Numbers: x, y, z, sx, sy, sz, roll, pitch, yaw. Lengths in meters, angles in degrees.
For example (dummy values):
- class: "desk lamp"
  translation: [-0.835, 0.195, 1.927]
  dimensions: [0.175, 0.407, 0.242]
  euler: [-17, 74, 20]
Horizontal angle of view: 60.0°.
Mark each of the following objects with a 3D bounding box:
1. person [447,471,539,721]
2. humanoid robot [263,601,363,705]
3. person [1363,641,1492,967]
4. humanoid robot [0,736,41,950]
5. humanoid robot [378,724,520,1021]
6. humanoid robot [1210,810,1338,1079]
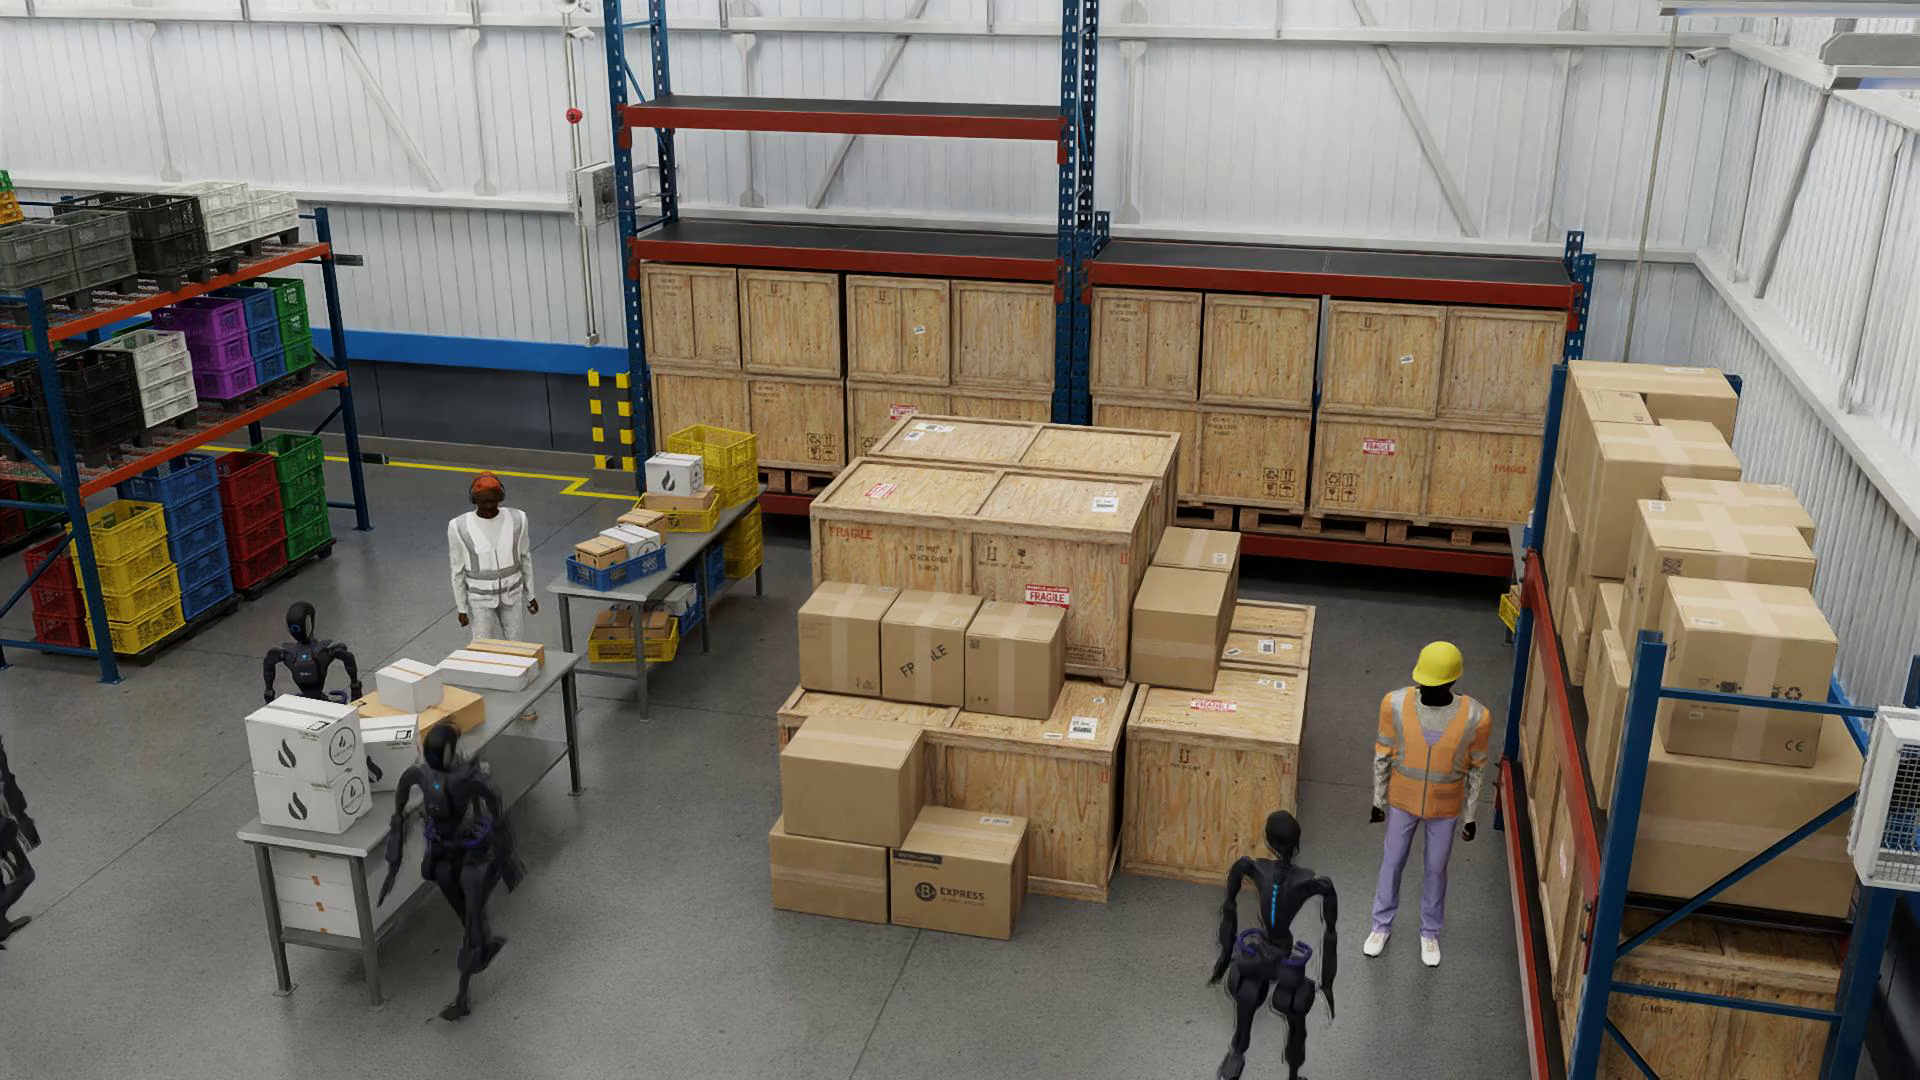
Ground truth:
- class: "person"
  translation: [-3.263, 0.415, 11.695]
  dimensions: [0.573, 1.887, 0.355]
  euler: [-12, 24, -29]
- class: "humanoid robot"
  translation: [-3.876, 1.140, 10.071]
  dimensions: [0.612, 1.657, 0.319]
  euler: [-4, 21, -11]
- class: "person"
  translation: [2.526, 1.419, 9.017]
  dimensions: [0.587, 1.924, 0.379]
  euler: [7, 22, 18]
- class: "humanoid robot"
  translation: [-5.400, 1.508, 9.131]
  dimensions: [0.596, 1.649, 0.446]
  euler: [8, 22, 20]
- class: "humanoid robot"
  translation: [-2.652, 1.686, 8.725]
  dimensions: [0.560, 1.613, 0.805]
  euler: [6, 22, 14]
- class: "humanoid robot"
  translation: [1.455, 2.033, 7.793]
  dimensions: [0.595, 1.638, 0.634]
  euler: [11, 23, 26]
